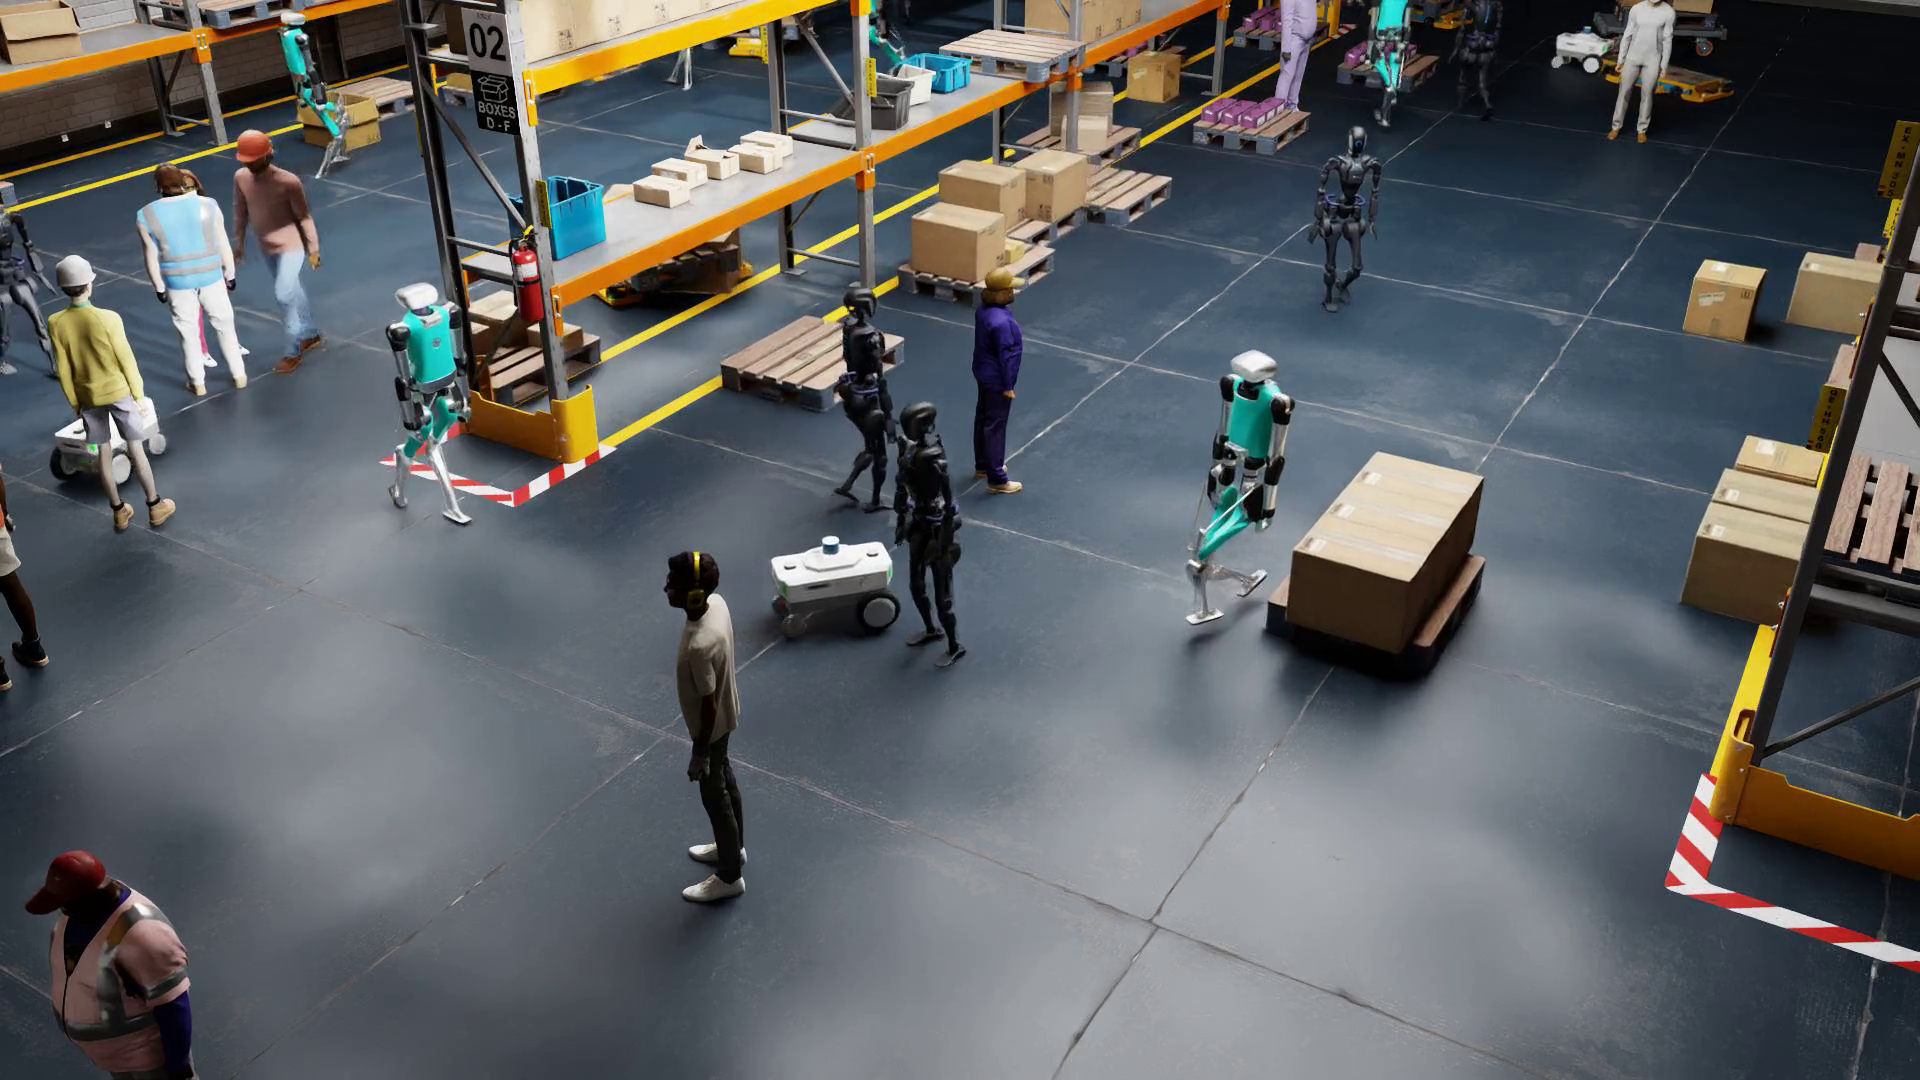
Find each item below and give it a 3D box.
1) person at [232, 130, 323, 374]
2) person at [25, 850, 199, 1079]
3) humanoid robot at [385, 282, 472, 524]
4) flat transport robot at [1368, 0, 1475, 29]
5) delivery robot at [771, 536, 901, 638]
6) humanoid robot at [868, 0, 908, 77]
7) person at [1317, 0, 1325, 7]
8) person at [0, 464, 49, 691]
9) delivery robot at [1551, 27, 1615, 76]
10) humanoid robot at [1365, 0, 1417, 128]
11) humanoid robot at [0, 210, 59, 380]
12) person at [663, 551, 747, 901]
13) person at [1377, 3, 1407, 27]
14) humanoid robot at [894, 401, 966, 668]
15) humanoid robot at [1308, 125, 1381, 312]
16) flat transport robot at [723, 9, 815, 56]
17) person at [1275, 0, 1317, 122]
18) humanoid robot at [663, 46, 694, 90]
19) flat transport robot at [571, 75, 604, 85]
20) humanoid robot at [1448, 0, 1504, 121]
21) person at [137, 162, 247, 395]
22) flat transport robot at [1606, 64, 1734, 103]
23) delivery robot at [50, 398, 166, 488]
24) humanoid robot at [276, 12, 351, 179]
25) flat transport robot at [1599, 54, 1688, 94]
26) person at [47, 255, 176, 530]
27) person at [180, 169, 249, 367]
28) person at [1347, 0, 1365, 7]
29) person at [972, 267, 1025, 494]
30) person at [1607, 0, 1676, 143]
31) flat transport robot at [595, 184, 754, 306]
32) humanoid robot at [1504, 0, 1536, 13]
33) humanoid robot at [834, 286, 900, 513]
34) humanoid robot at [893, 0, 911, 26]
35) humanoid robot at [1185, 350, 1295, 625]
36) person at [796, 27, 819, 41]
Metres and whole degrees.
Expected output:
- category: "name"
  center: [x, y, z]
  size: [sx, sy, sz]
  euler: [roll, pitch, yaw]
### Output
- category: "person"
  center: [-5.532, -2.325, 13.338]
  size: [0.659, 1.952, 0.853]
  euler: [12, 32, 20]
- category: "person"
  center: [-3.078, 1.840, 6.183]
  size: [0.613, 1.748, 0.419]
  euler: [17, 34, 27]
- category: "humanoid robot"
  center: [-3.659, -0.911, 11.124]
  size: [0.891, 1.827, 0.550]
  euler: [21, 36, 33]
- category: "flat transport robot"
  center: [6.910, -7.882, 24.884]
  size: [0.659, 0.231, 1.431]
  euler: [-26, 39, -38]
- category: "delivery robot"
  center: [-0.782, 0.257, 10.189]
  size: [0.777, 0.587, 0.499]
  euler: [-9, 31, -15]
- category: "humanoid robot"
  center: [-0.854, -6.384, 20.752]
  size: [0.952, 1.787, 0.548]
  euler: [-20, 35, -31]
- category: "person"
  center: [5.554, -9.166, 25.561]
  size: [0.625, 1.843, 0.429]
  euler: [25, 38, 37]
- category: "person"
  center: [-5.594, -0.060, 9.326]
  size: [0.368, 1.966, 0.602]
  euler: [13, 32, 21]
- category: "delivery robot"
  center: [8.366, -6.544, 22.231]
  size: [0.774, 0.599, 0.499]
  euler: [24, 37, 36]
- category: "humanoid robot"
  center: [5.039, -5.620, 19.408]
  size: [0.565, 1.770, 0.958]
  euler: [-4, 30, -7]
- category: "humanoid robot"
  center: [-7.554, -2.045, 13.173]
  size: [0.738, 1.644, 0.601]
  euler: [15, 33, 25]
- category: "person"
  center: [-1.197, 0.867, 7.781]
  size: [0.329, 1.872, 0.509]
  euler: [-1, 29, -1]
- category: "person"
  center: [6.405, -8.309, 24.058]
  size: [0.592, 1.827, 0.492]
  euler: [7, 30, 12]
- category: "humanoid robot"
  center: [-0.161, -0.050, 9.597]
  size: [0.370, 1.647, 0.589]
  euler: [-19, 35, -30]
- category: "humanoid robot"
  center: [3.337, -2.802, 14.464]
  size: [0.601, 1.642, 0.375]
  euler: [-3, 30, -6]
- category: "flat transport robot"
  center: [-2.742, -7.080, 23.467]
  size: [0.659, 0.231, 1.431]
  euler: [5, 30, 8]
- category: "person"
  center: [4.013, -5.906, 19.741]
  size: [0.404, 1.900, 0.634]
  euler: [20, 35, 31]
- category: "humanoid robot"
  center: [-3.657, -6.678, 21.242]
  size: [0.762, 1.761, 0.619]
  euler: [-15, 33, -25]
- category: "flat transport robot"
  center: [-5.419, -6.135, 21.795]
  size: [1.431, 0.231, 0.659]
  euler: [-7, 30, -12]
- category: "humanoid robot"
  center: [6.225, -5.888, 19.952]
  size: [0.586, 1.637, 0.660]
  euler: [-6, 30, -10]
- category: "person"
  center: [-5.963, -2.028, 12.942]
  size: [0.627, 1.836, 0.429]
  euler: [-16, 33, -27]
- category: "flat transport robot"
  center: [9.109, -5.884, 21.350]
  size: [0.659, 0.231, 1.431]
  euler: [-19, 34, -30]
- category: "delivery robot"
  center: [-6.126, -0.747, 11.963]
  size: [0.499, 0.586, 0.783]
  euler: [8, 30, 13]
- category: "humanoid robot"
  center: [-6.909, -4.830, 18.013]
  size: [0.545, 1.778, 0.895]
  euler: [25, 38, 36]
- category: "flat transport robot"
  center: [8.946, -6.122, 21.771]
  size: [0.659, 0.231, 1.431]
  euler: [-10, 31, -18]
- category: "person"
  center: [-5.643, -0.955, 10.987]
  size: [0.486, 1.887, 0.401]
  euler: [-6, 30, -10]
- category: "person"
  center: [-6.139, -2.213, 13.479]
  size: [0.280, 1.624, 0.494]
  euler: [21, 36, 32]
- category: "person"
  center: [6.069, -9.037, 25.462]
  size: [0.598, 1.715, 0.544]
  euler: [3, 30, 5]
- category: "person"
  center: [0.268, -1.116, 11.536]
  size: [0.341, 1.623, 0.456]
  euler: [-8, 31, -14]
- category: "person"
  center: [7.827, -5.506, 19.046]
  size: [0.560, 1.888, 0.398]
  euler: [14, 32, 23]
- category: "flat transport robot"
  center: [-2.686, -2.467, 15.305]
  size: [1.431, 0.231, 0.659]
  euler: [-19, 35, -30]
- category: "humanoid robot"
  center: [8.496, -8.806, 25.087]
  size: [0.599, 1.639, 0.412]
  euler: [12, 32, 21]
- category: "humanoid robot"
  center: [-0.621, -0.933, 11.162]
  size: [0.379, 1.642, 0.600]
  euler: [-14, 33, -24]
- category: "humanoid robot"
  center: [-0.889, -8.442, 24.482]
  size: [0.609, 1.630, 0.711]
  euler: [-3, 30, -5]
- category: "humanoid robot"
  center: [1.563, -0.242, 9.861]
  size: [0.975, 1.732, 0.547]
  euler: [-19, 35, -30]
- category: "person"
  center: [-2.257, -8.021, 23.615]
  size: [0.571, 1.755, 0.320]
  euler: [-20, 35, -31]
